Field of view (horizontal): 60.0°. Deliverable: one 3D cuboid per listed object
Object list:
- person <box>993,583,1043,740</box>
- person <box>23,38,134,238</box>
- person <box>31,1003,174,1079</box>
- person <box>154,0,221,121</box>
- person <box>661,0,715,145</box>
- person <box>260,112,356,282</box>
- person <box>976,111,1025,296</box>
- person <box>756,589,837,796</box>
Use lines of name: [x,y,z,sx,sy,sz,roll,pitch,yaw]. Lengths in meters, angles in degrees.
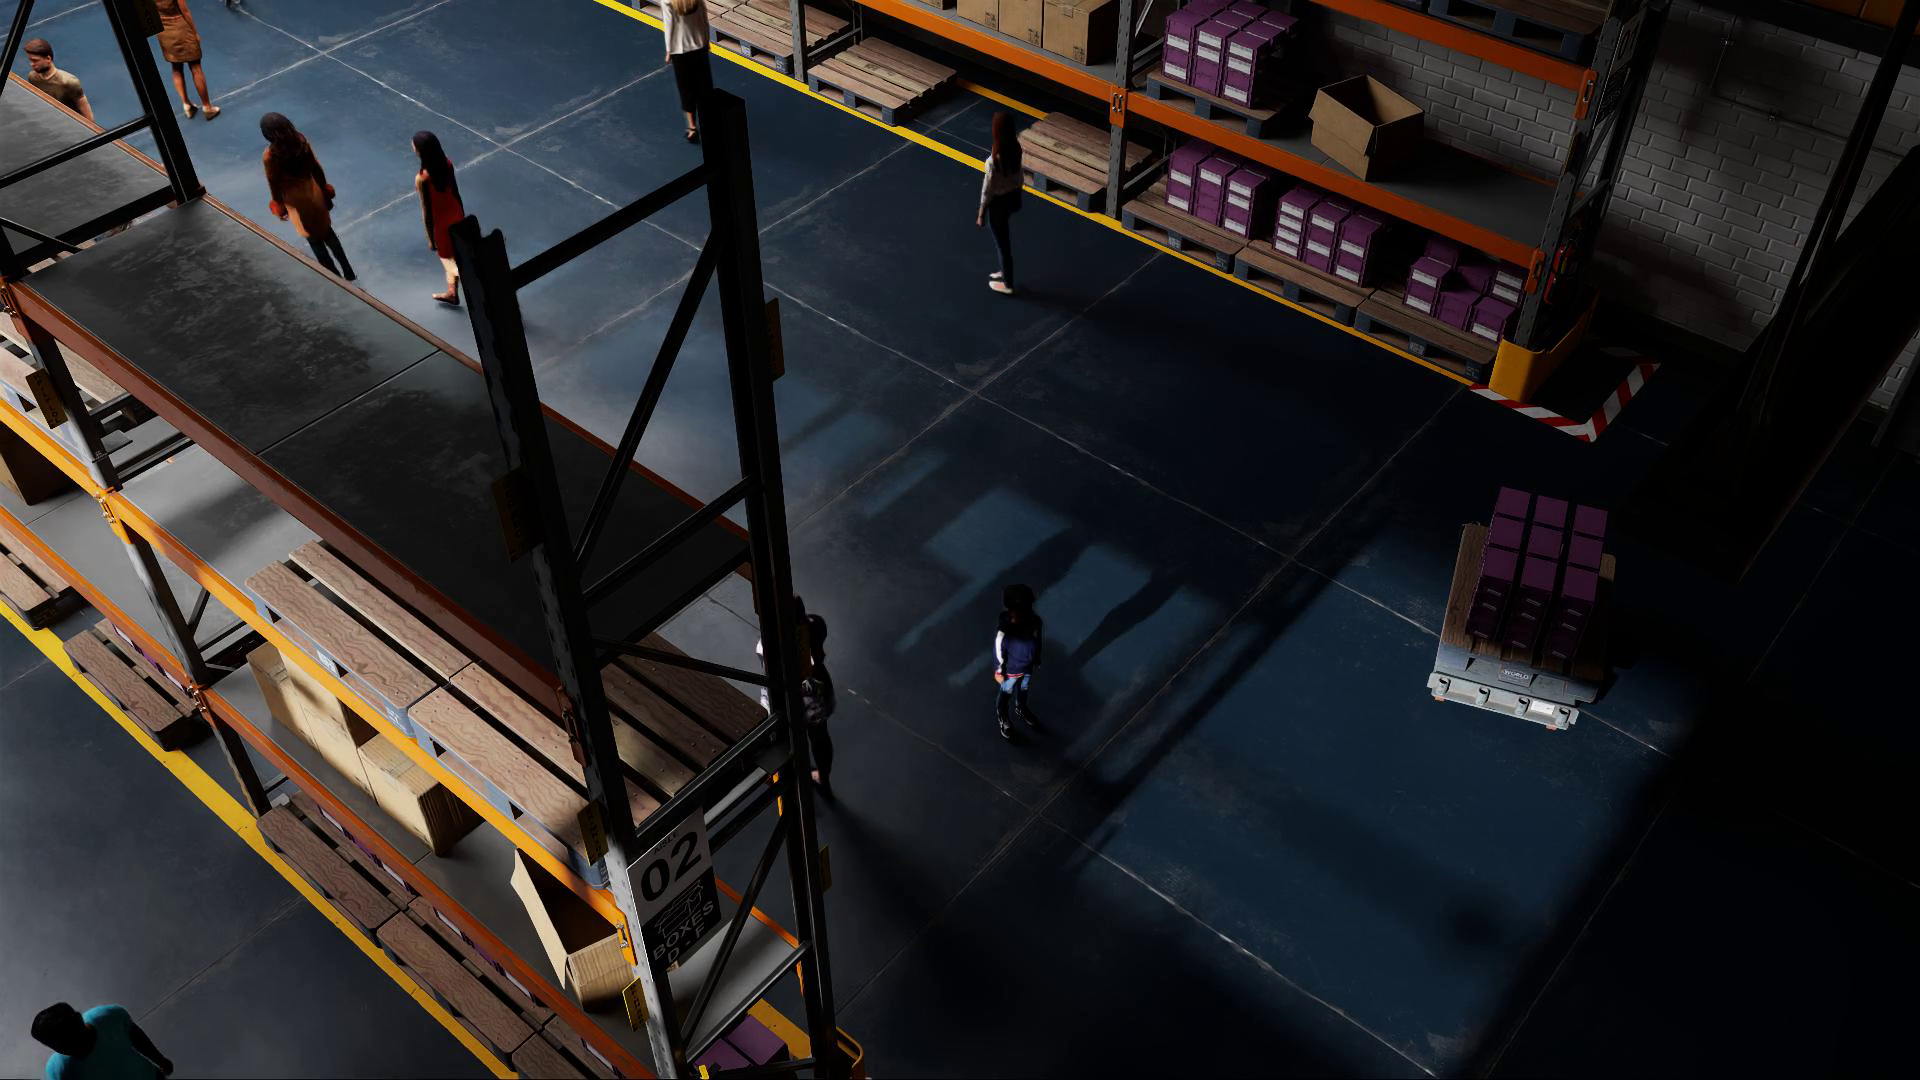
person: [0.367,0.749,10.594,0.574,1.220,0.571,-23,48,-22]
person: [-7.790,-3.550,14.649,0.663,1.851,0.811,10,45,10]
person: [-4.167,2.699,8.159,1.015,1.755,0.865,11,45,11]
person: [-7.632,-4.917,16.206,0.606,1.684,0.701,5,44,5]
person: [-2.574,-4.649,15.798,0.679,1.857,0.622,-25,49,-24]
person: [-5.451,-2.761,13.926,0.715,1.705,0.777,-31,52,-29]
person: [0.432,-2.784,13.940,0.600,1.720,0.621,26,49,25]
person: [-0.931,0.956,10.095,0.755,1.608,0.991,-26,49,-25]
